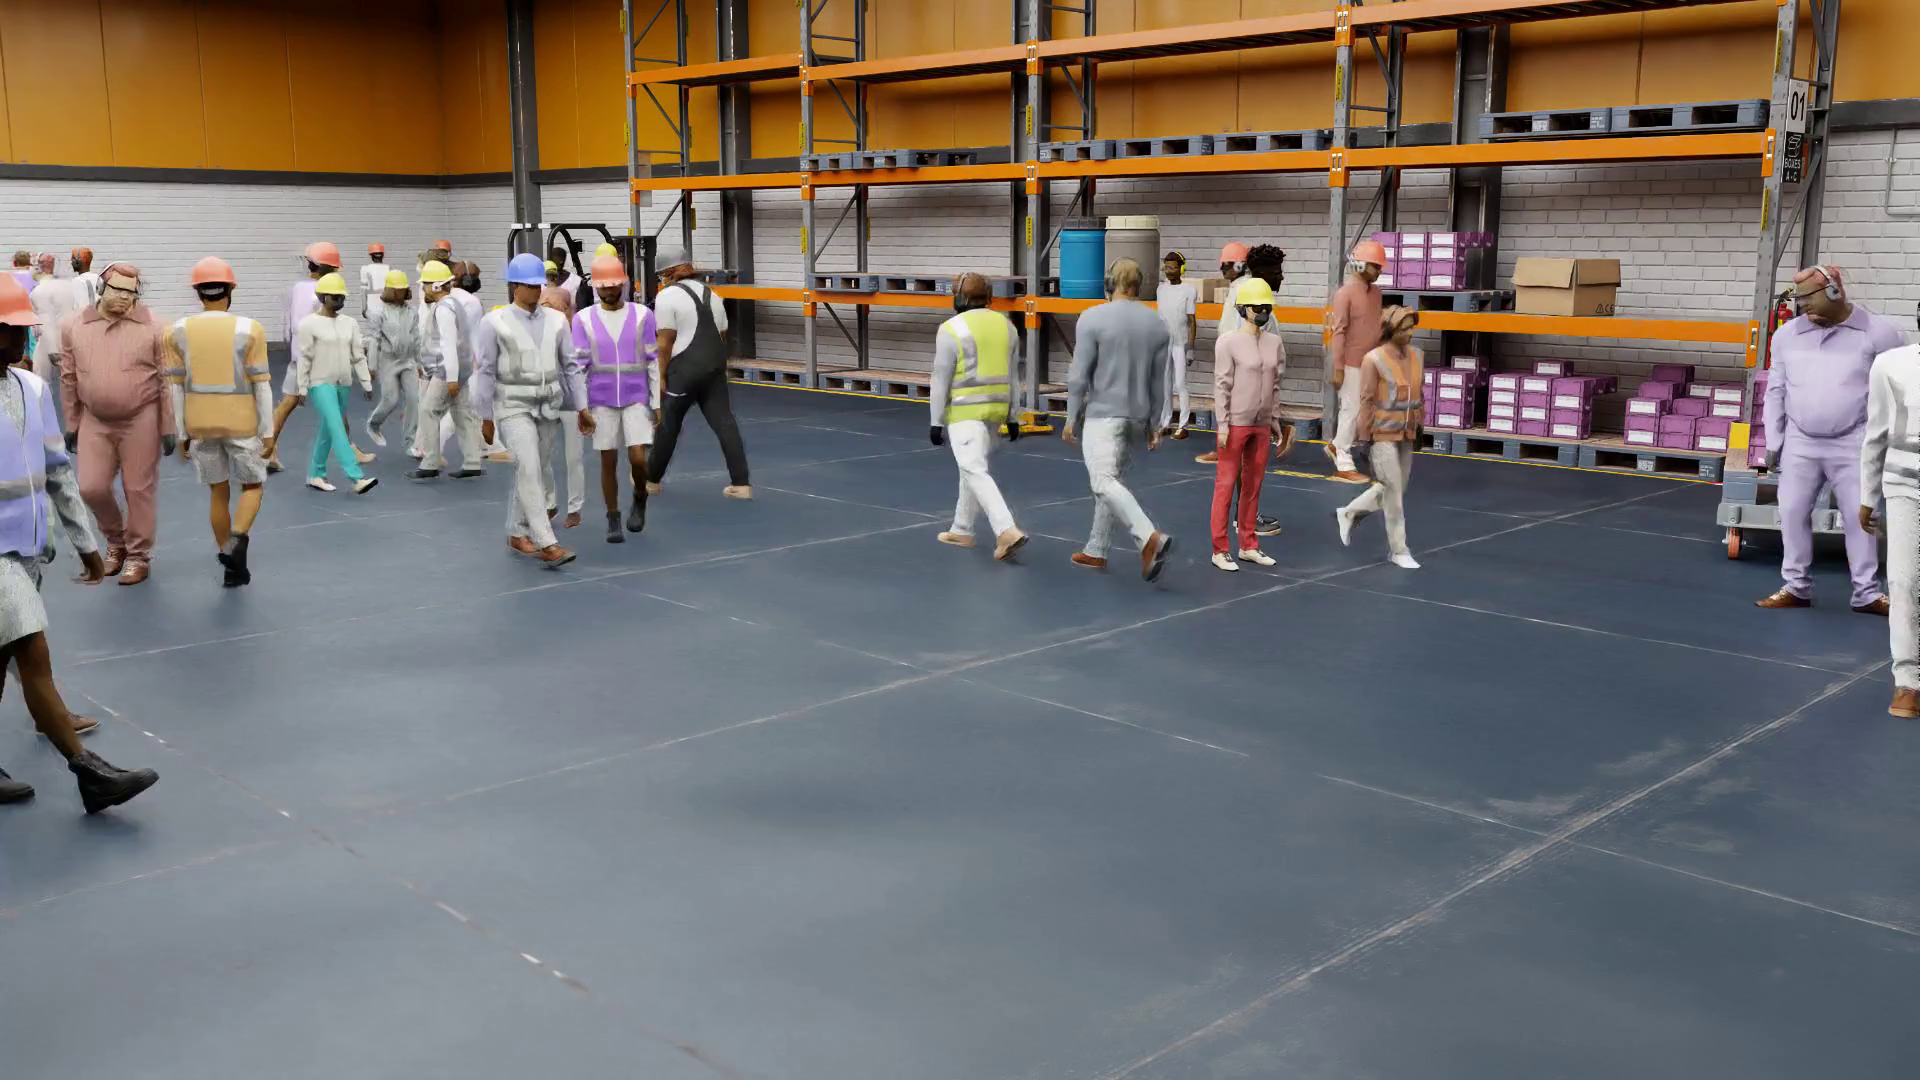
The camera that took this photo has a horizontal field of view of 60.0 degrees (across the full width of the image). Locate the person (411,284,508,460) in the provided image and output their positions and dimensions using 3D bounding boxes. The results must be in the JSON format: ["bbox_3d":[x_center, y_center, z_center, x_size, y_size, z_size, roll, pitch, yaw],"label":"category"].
[{"bbox_3d":[-4.577,-1.505,14.972,0.848,1.593,0.522,-6,12,-28],"label":"person"}]

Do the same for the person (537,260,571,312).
[{"bbox_3d":[-4.629,-2.307,18.958,0.415,1.741,0.525,9,14,40],"label":"person"}]

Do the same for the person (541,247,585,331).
[{"bbox_3d":[-4.646,-2.455,19.352,0.631,1.888,0.435,0,10,0],"label":"person"}]

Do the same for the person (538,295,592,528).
[{"bbox_3d":[-2.756,-0.873,11.448,0.514,1.614,0.444,0,10,2],"label":"person"}]

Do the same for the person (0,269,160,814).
[{"bbox_3d":[-3.212,0.024,5.792,0.932,1.895,0.574,1,10,8],"label":"person"}]

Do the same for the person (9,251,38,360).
[{"bbox_3d":[-12.156,-2.864,21.771,0.567,1.812,0.751,-2,11,-12],"label":"person"}]

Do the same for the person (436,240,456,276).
[{"bbox_3d":[-8.248,-3.825,26.702,0.623,1.930,1.047,1,10,3],"label":"person"}]

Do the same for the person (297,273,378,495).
[{"bbox_3d":[-4.837,-1.203,12.954,0.938,1.714,0.540,6,12,30],"label":"person"}]

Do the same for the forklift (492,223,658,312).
[{"bbox_3d":[-5.316,-3.263,22.920,2.313,2.155,1.214,-10,14,-44],"label":"forklift"}]

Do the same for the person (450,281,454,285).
[{"bbox_3d":[-7.701,-3.310,24.701,0.498,1.634,0.280,-5,12,-27],"label":"person"}]

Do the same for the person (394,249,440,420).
[{"bbox_3d":[-5.665,-2.238,18.199,1.055,1.888,0.627,-2,11,-8],"label":"person"}]

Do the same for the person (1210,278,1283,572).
[{"bbox_3d":[1.757,-0.699,10.105,0.523,1.769,0.323,-7,12,-33],"label":"person"}]

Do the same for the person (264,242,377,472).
[{"bbox_3d":[-5.624,-1.568,14.319,0.674,1.976,1.096,7,12,32],"label":"person"}]

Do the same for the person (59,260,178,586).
[{"bbox_3d":[-4.864,-0.667,9.623,0.675,1.876,0.432,-1,10,-7],"label":"person"}]

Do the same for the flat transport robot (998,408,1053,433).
[{"bbox_3d":[0.347,-1.284,17.375,0.652,0.197,1.431,-5,11,-25],"label":"flat transport robot"}]

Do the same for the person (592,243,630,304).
[{"bbox_3d":[-4.008,-2.423,19.056,0.363,1.930,0.588,5,11,25],"label":"person"}]

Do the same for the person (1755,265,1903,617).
[{"bbox_3d":[4.677,-0.505,8.805,0.817,1.872,0.414,9,13,39],"label":"person"}]

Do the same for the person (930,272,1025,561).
[{"bbox_3d":[0.134,-0.785,10.506,0.629,1.806,0.923,-9,14,-41],"label":"person"}]

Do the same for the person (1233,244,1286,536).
[{"bbox_3d":[2.030,-1.022,11.318,0.361,1.965,0.613,2,11,8],"label":"person"}]

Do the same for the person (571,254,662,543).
[{"bbox_3d":[-2.244,-0.910,10.888,0.564,1.905,0.541,-2,11,-10],"label":"person"}]

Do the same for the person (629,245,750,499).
[{"bbox_3d":[-2.109,-1.340,12.849,1.116,2.000,0.696,8,13,37],"label":"person"}]

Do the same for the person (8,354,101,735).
[{"bbox_3d":[-3.969,0.003,6.760,0.852,1.590,0.537,1,10,8],"label":"person"}]

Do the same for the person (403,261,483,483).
[{"bbox_3d":[-4.294,-1.362,13.598,0.737,1.804,0.627,-1,10,-7],"label":"person"}]

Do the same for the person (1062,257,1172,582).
[{"bbox_3d":[0.988,-0.703,9.766,0.647,1.903,0.868,-7,12,-33],"label":"person"}]

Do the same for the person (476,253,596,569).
[{"bbox_3d":[-2.574,-0.787,10.188,0.951,1.898,0.625,9,14,42],"label":"person"}]

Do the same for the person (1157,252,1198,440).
[{"bbox_3d":[2.121,-1.928,16.561,0.333,1.860,0.509,-10,14,-43],"label":"person"}]

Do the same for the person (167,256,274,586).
[{"bbox_3d":[-4.196,-0.647,9.456,0.547,1.909,0.564,-1,10,-8],"label":"person"}]

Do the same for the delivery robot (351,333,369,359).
[{"bbox_3d":[-9.489,-3.074,26.105,0.477,0.478,0.707,-1,11,-5],"label":"delivery robot"}]

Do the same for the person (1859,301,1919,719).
[{"bbox_3d":[4.200,-0.206,7.154,0.589,1.867,0.746,6,12,31],"label":"person"}]

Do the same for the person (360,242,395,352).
[{"bbox_3d":[-8.835,-3.578,25.389,0.562,1.917,0.542,-7,12,-32],"label":"person"}]

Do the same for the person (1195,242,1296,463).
[{"bbox_3d":[2.528,-1.633,14.647,0.773,1.967,0.623,0,10,1],"label":"person"}]

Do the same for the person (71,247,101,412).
[{"bbox_3d":[-9.878,-2.365,18.873,0.350,1.882,0.583,-1,10,-4],"label":"person"}]

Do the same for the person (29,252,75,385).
[{"bbox_3d":[-9.156,-1.981,16.864,1.041,1.860,0.638,0,10,1],"label":"person"}]

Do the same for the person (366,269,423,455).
[{"bbox_3d":[-5.214,-1.624,15.268,0.599,1.715,0.525,8,13,38],"label":"person"}]

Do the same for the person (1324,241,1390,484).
[{"bbox_3d":[3.247,-1.446,13.610,0.650,1.972,0.477,-10,14,-43],"label":"person"}]

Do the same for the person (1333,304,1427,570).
[{"bbox_3d":[2.599,-0.650,10.259,0.533,1.615,0.673,-7,12,-33],"label":"person"}]

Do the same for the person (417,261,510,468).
[{"bbox_3d":[-4.340,-1.533,14.545,0.906,1.809,0.635,-7,13,-34],"label":"person"}]
